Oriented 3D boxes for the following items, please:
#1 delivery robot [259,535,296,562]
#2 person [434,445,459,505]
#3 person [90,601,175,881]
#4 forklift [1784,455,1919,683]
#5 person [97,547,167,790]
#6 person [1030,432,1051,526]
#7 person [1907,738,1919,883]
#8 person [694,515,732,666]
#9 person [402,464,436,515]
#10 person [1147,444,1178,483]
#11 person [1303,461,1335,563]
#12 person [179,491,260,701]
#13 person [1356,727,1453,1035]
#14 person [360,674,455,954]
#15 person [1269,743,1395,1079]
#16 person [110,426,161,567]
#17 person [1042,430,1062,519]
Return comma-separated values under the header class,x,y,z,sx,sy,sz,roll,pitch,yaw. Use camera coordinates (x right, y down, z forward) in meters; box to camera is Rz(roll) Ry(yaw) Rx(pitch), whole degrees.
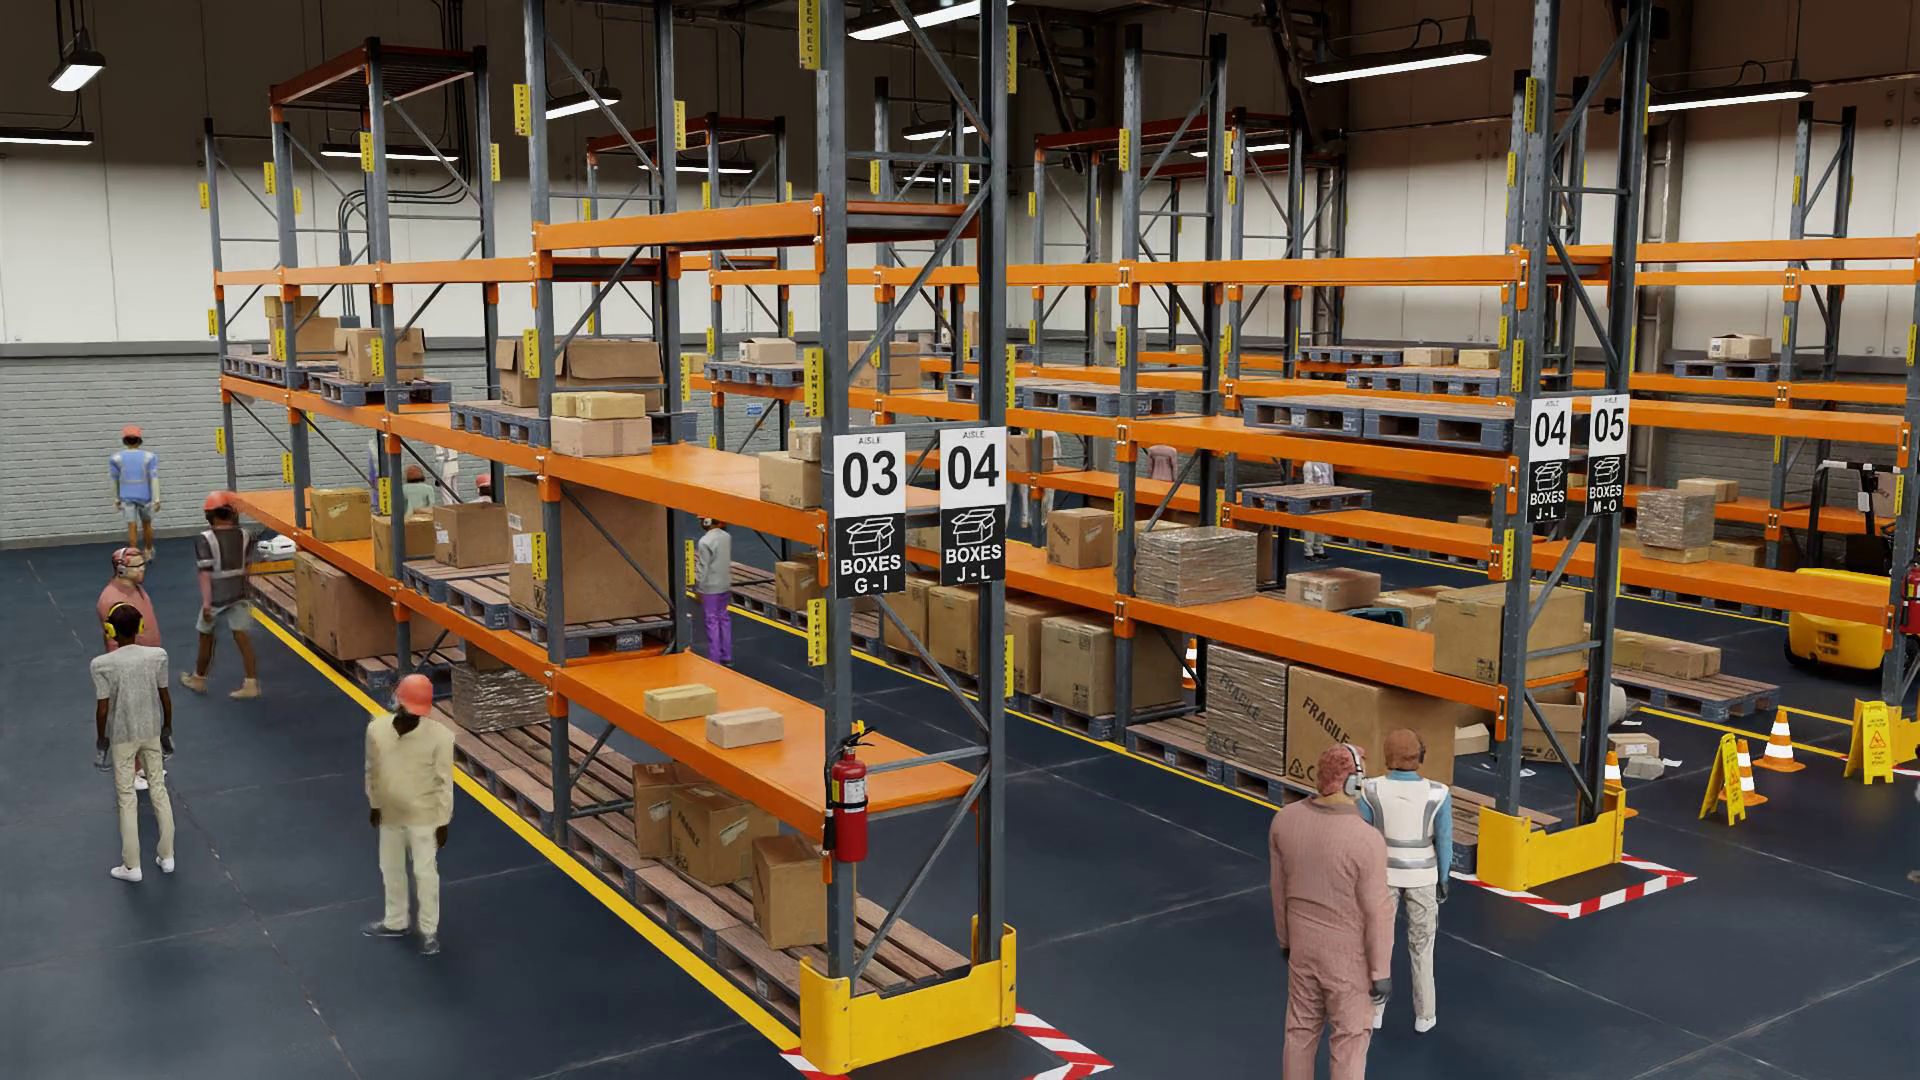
class,x,y,z,sx,sy,sz,roll,pitch,yaw
delivery robot,-9.464,0.091,23.370,0.477,0.478,0.707,6,10,33
person,-8.346,-1.085,26.985,0.383,1.921,0.585,2,9,13
person,-5.496,1.330,11.068,0.329,1.874,0.507,8,11,41
forklift,9.643,0.253,17.172,2.313,2.155,1.214,-6,10,-33
person,-6.521,1.002,13.136,0.400,1.907,0.645,-2,9,-10
person,1.382,-1.012,27.527,0.395,1.607,0.554,-2,9,-16
person,6.605,1.358,10.918,0.561,1.862,0.600,-1,9,-6
person,-2.562,0.473,17.191,0.346,1.747,0.566,3,9,19
person,-7.271,-0.210,22.243,0.512,1.596,0.773,-2,9,-10
person,3.242,-0.940,26.533,0.533,1.768,0.310,5,10,32
person,5.189,-0.591,23.985,0.598,1.830,0.403,-8,12,-43
person,-7.114,0.537,15.935,1.005,1.992,0.630,5,10,29
person,2.323,1.792,8.758,0.514,1.640,0.310,2,9,14
person,-3.290,1.600,9.820,0.697,1.704,0.422,2,9,15
person,1.701,1.851,7.503,0.406,1.903,0.637,-7,11,-37
person,-11.680,-0.616,23.598,0.610,1.992,1.015,-4,9,-23
person,1.515,-1.245,28.096,0.409,1.907,0.651,-3,9,-18
